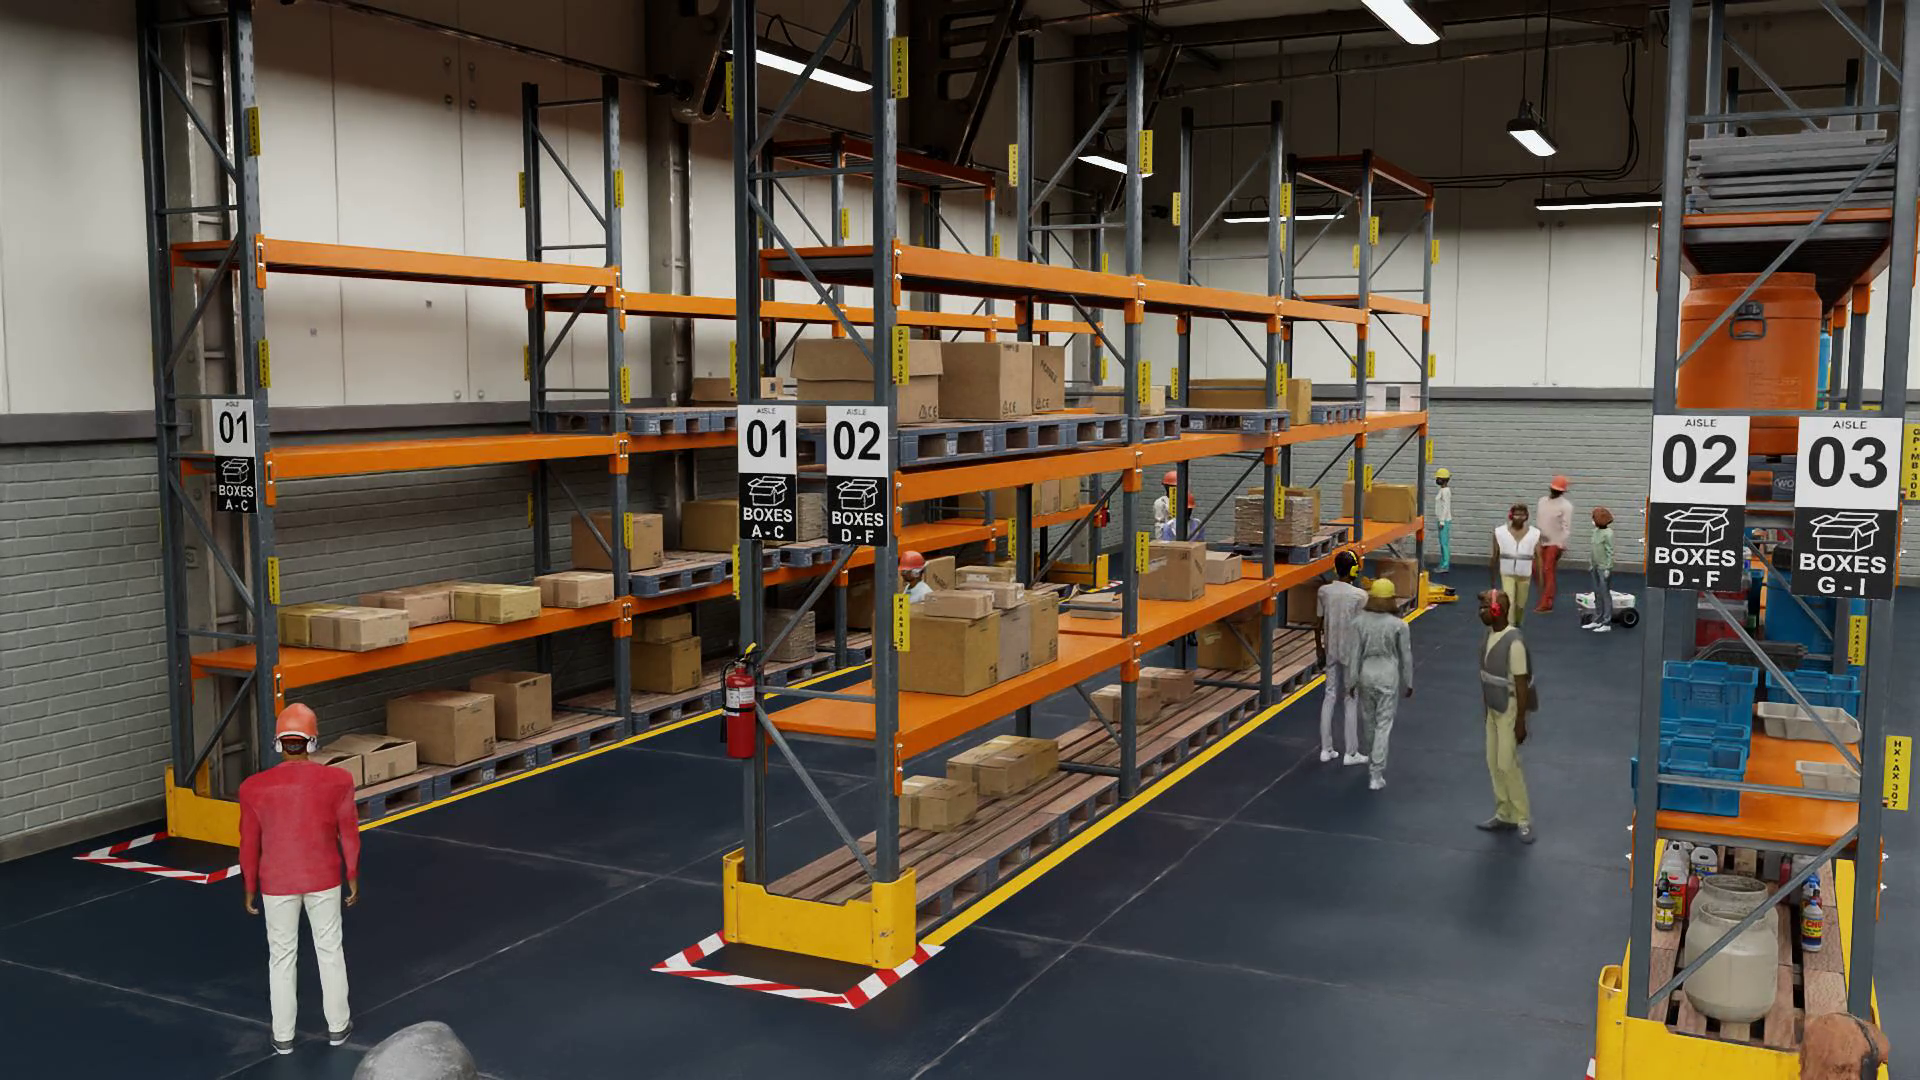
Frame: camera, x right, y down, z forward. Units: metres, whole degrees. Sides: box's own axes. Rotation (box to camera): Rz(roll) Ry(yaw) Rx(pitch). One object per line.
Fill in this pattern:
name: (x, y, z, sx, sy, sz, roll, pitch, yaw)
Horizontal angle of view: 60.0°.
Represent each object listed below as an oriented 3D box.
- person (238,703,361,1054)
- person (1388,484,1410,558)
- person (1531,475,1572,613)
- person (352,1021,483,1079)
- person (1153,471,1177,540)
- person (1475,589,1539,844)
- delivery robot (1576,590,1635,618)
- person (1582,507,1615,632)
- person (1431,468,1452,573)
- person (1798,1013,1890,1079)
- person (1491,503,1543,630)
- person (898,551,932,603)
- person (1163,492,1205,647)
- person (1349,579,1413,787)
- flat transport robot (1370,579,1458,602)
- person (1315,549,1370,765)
person: (-3.330, 1.693, 8.405, 0.573, 1.749, 0.342, -3, 6, -23)
person: (6.987, -0.097, 26.477, 0.383, 1.611, 0.545, 2, 6, 15)
person: (8.262, 0.052, 23.366, 0.451, 1.956, 0.651, -3, 6, -23)
person: (-1.145, 2.039, 3.659, 0.684, 2.000, 0.538, 6, 8, 44)
person: (2.899, 0.075, 22.756, 0.377, 2.041, 0.615, 5, 8, 39)
person: (4.010, 1.270, 12.176, 0.436, 1.823, 0.621, 0, 6, -4)
delivery robot: (8.576, 0.831, 22.107, 0.707, 0.478, 0.477, 0, 6, -3)
person: (8.361, 0.385, 21.706, 0.285, 1.633, 0.498, 0, 6, -2)
person: (8.096, -0.321, 27.937, 0.313, 1.769, 0.525, 1, 6, 11)
person: (2.383, 2.149, 4.774, 0.788, 1.602, 0.569, 0, 6, 3)
person: (6.851, 0.430, 20.480, 0.583, 1.808, 0.932, 1, 6, 11)
person: (-0.424, 0.968, 15.464, 0.340, 1.748, 0.568, -2, 6, -22)
person: (2.771, 0.365, 20.514, 0.539, 1.929, 0.395, -2, 6, -14)
person: (3.508, 1.164, 13.843, 0.497, 1.694, 0.881, 4, 7, 31)
flat transport robot: (6.752, 0.738, 24.826, 0.652, 0.197, 1.431, -2, 6, -17)
person: (3.328, 1.014, 14.458, 0.532, 1.868, 0.310, 5, 8, 42)
